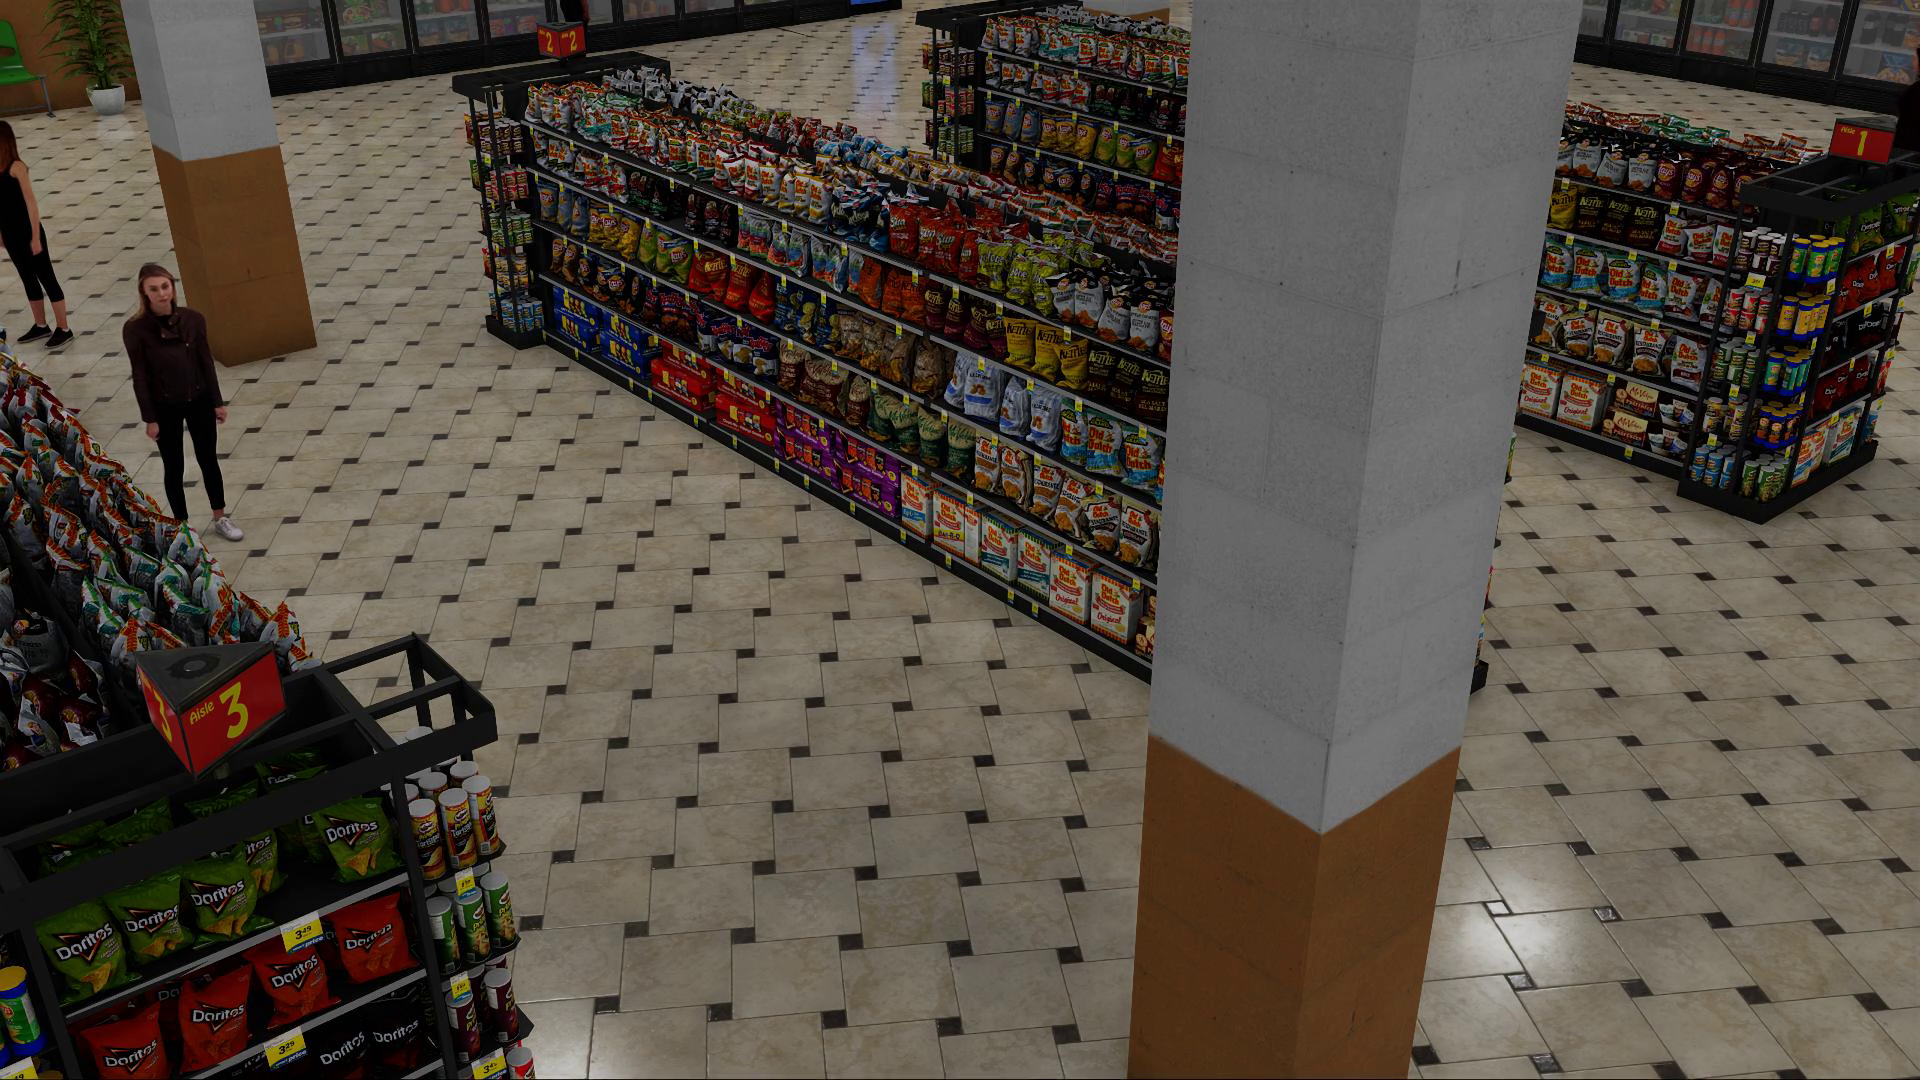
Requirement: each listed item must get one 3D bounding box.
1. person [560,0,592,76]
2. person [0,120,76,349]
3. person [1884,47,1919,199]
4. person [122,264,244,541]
[{"bbox_3d":[-4.962,-6.823,21.385,0.726,1.819,0.494,-22,34,-37],"label":"person"},{"bbox_3d":[-7.104,-2.331,12.629,0.581,1.726,0.704,13,30,24],"label":"person"},{"bbox_3d":[8.646,-3.581,15.077,0.920,1.742,0.991,14,30,26],"label":"person"},{"bbox_3d":[-4.482,-0.766,9.567,0.605,1.704,0.493,-22,34,-36],"label":"person"}]
